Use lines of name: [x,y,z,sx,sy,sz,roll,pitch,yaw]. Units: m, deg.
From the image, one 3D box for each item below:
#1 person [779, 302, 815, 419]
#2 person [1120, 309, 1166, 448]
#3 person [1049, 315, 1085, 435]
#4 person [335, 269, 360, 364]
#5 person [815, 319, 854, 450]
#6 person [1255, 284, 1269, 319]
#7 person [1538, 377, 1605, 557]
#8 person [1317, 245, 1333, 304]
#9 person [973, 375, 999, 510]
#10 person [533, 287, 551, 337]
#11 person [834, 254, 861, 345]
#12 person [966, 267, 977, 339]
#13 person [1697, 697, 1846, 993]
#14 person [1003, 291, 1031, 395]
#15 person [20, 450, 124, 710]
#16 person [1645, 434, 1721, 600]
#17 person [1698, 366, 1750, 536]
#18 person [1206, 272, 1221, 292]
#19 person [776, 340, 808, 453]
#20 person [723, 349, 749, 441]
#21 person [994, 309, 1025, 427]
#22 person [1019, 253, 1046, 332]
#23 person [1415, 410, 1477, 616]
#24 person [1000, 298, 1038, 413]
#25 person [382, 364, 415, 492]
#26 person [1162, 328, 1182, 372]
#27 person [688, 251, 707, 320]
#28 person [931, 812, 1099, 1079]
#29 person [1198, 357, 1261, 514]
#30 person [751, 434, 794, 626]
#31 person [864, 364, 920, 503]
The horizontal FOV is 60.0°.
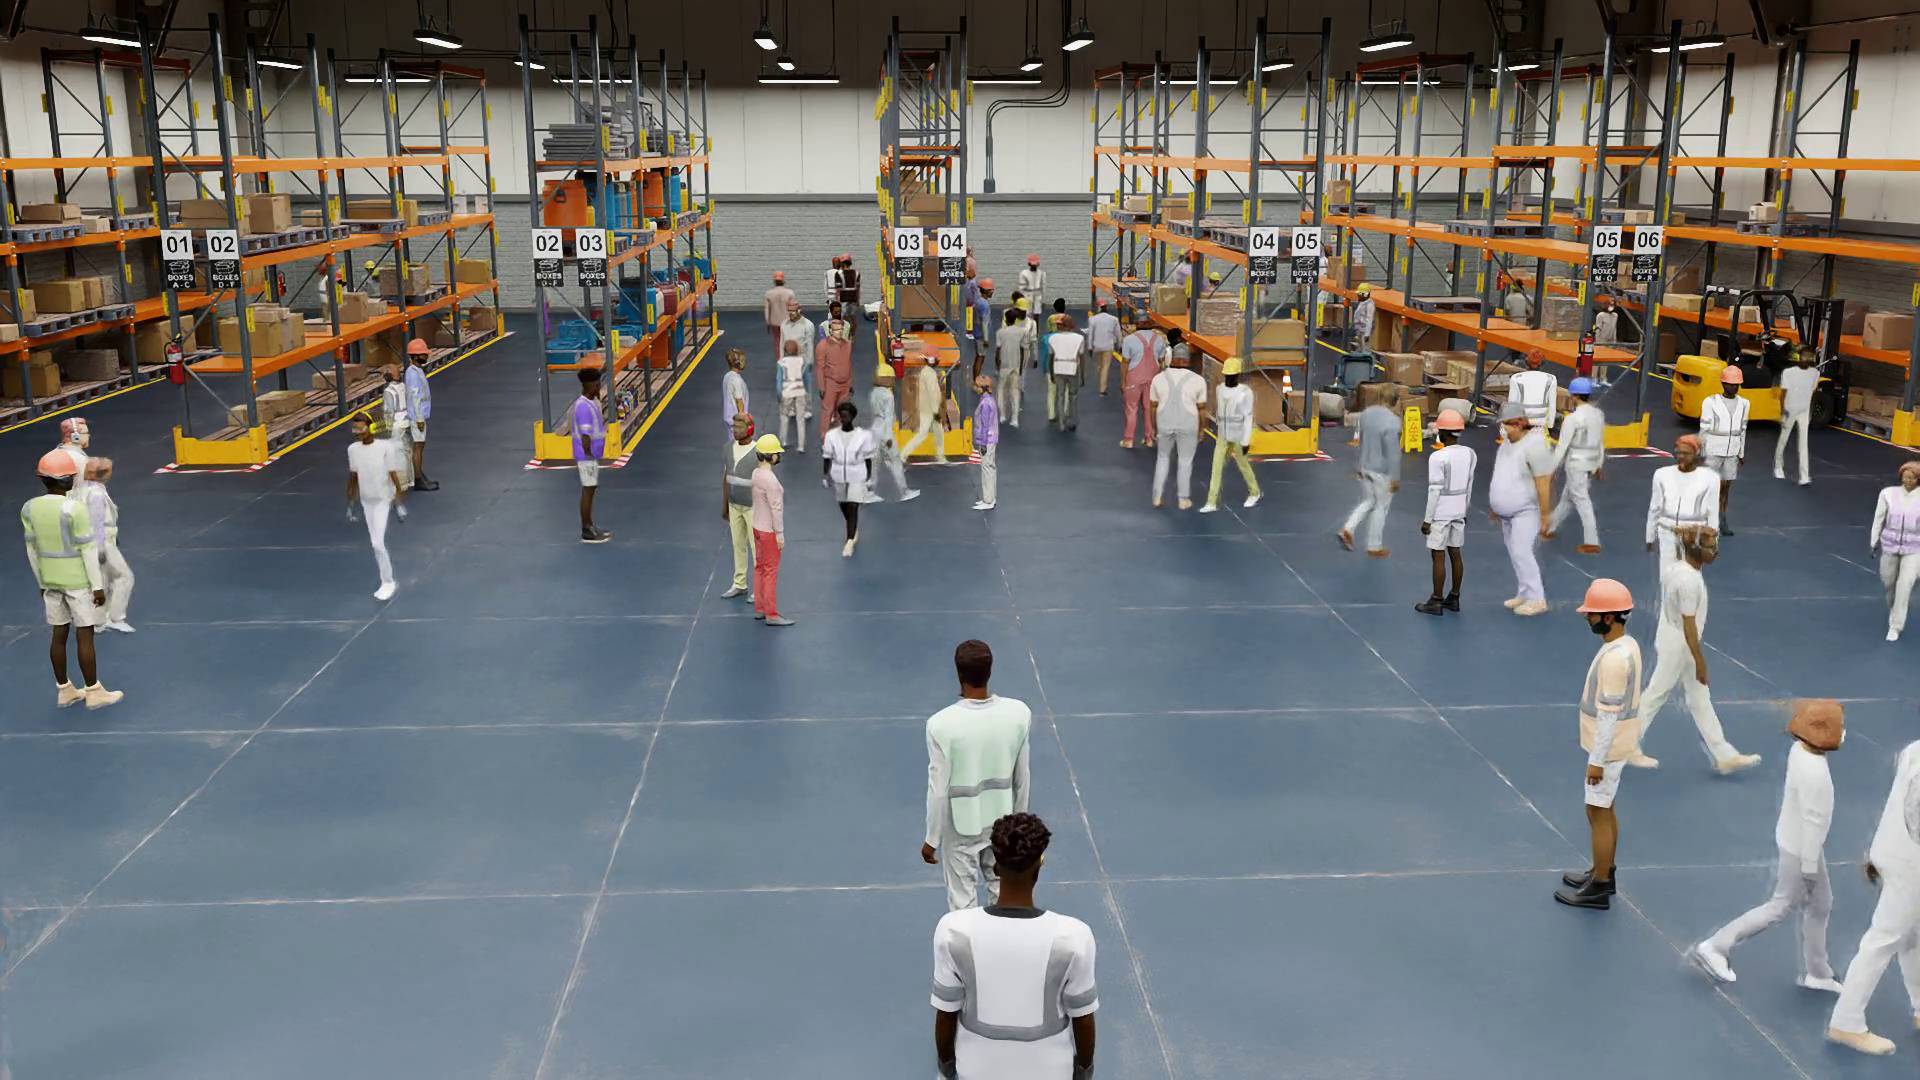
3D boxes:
person: [-2.644,-2.896,26.856,0.636,1.900,0.399,6,15,24]
person: [2.625,-2.368,24.297,0.685,2.000,0.535,-5,14,-22]
person: [1.657,-2.562,25.625,0.572,1.798,0.940,2,13,9]
person: [-12.070,-4.329,32.706,0.611,1.994,0.379,7,15,26]
person: [-1.773,-2.224,23.977,0.643,1.908,0.399,-13,18,-43]
person: [7.416,-6.206,41.453,0.513,1.625,0.432,6,14,22]
person: [6.604,-0.812,18.004,0.641,1.893,0.980,-10,17,-37]
person: [9.328,-6.581,42.504,0.348,1.877,0.579,8,16,32]
person: [0.320,-1.182,20.156,0.313,1.634,0.514,1,13,5]
person: [-9.681,-5.585,38.565,0.346,1.745,0.575,-9,16,-32]
person: [-2.495,-5.306,36.854,0.618,2.013,0.678,-7,15,-29]
person: [0.233,-5.431,38.147,0.285,1.634,0.499,-6,15,-24]
person: [4.275,1.568,8.564,0.754,1.611,0.499,6,14,23]
person: [0.988,-3.470,29.386,0.543,1.841,0.606,1,13,4]
person: [-6.922,0.311,12.942,0.605,2.045,0.381,4,14,16]
person: [6.327,-0.004,14.635,0.603,1.869,0.412,11,17,39]
person: [8.584,-0.998,18.715,0.542,1.939,0.362,-1,13,-3]
person: [5.314,-4.757,35.032,0.336,1.757,0.518,-2,13,-10]
person: [-2.436,-2.088,24.065,0.513,1.587,0.865,-5,14,-21]
person: [-2.797,-1.480,20.958,0.345,1.847,0.508,-6,15,-25]
person: [0.759,-2.717,26.231,0.529,1.830,0.737,-4,14,-15]
person: [1.615,-5.383,37.118,0.605,2.026,0.605,-2,13,-9]
person: [4.542,-0.258,15.585,0.549,1.935,0.364,-8,15,-31]
person: [0.997,-3.009,27.321,0.616,1.889,0.884,-3,14,-13]
person: [-7.167,-1.431,21.190,0.311,1.640,0.512,1,13,6]
person: [3.160,-2.338,24.930,0.319,1.690,0.540,2,13,10]
person: [-6.337,-6.018,40.117,0.601,1.887,0.577,-7,15,-28]
person: [0.205,1.950,6.171,0.613,1.960,0.362,2,13,7]
person: [3.311,-1.283,20.056,0.999,1.880,0.586,-12,18,-42]
person: [-1.742,-0.093,15.252,0.309,1.769,0.525,-7,15,-27]
person: [-0.884,-1.316,20.531,0.739,1.704,0.507,-9,16,-34]
